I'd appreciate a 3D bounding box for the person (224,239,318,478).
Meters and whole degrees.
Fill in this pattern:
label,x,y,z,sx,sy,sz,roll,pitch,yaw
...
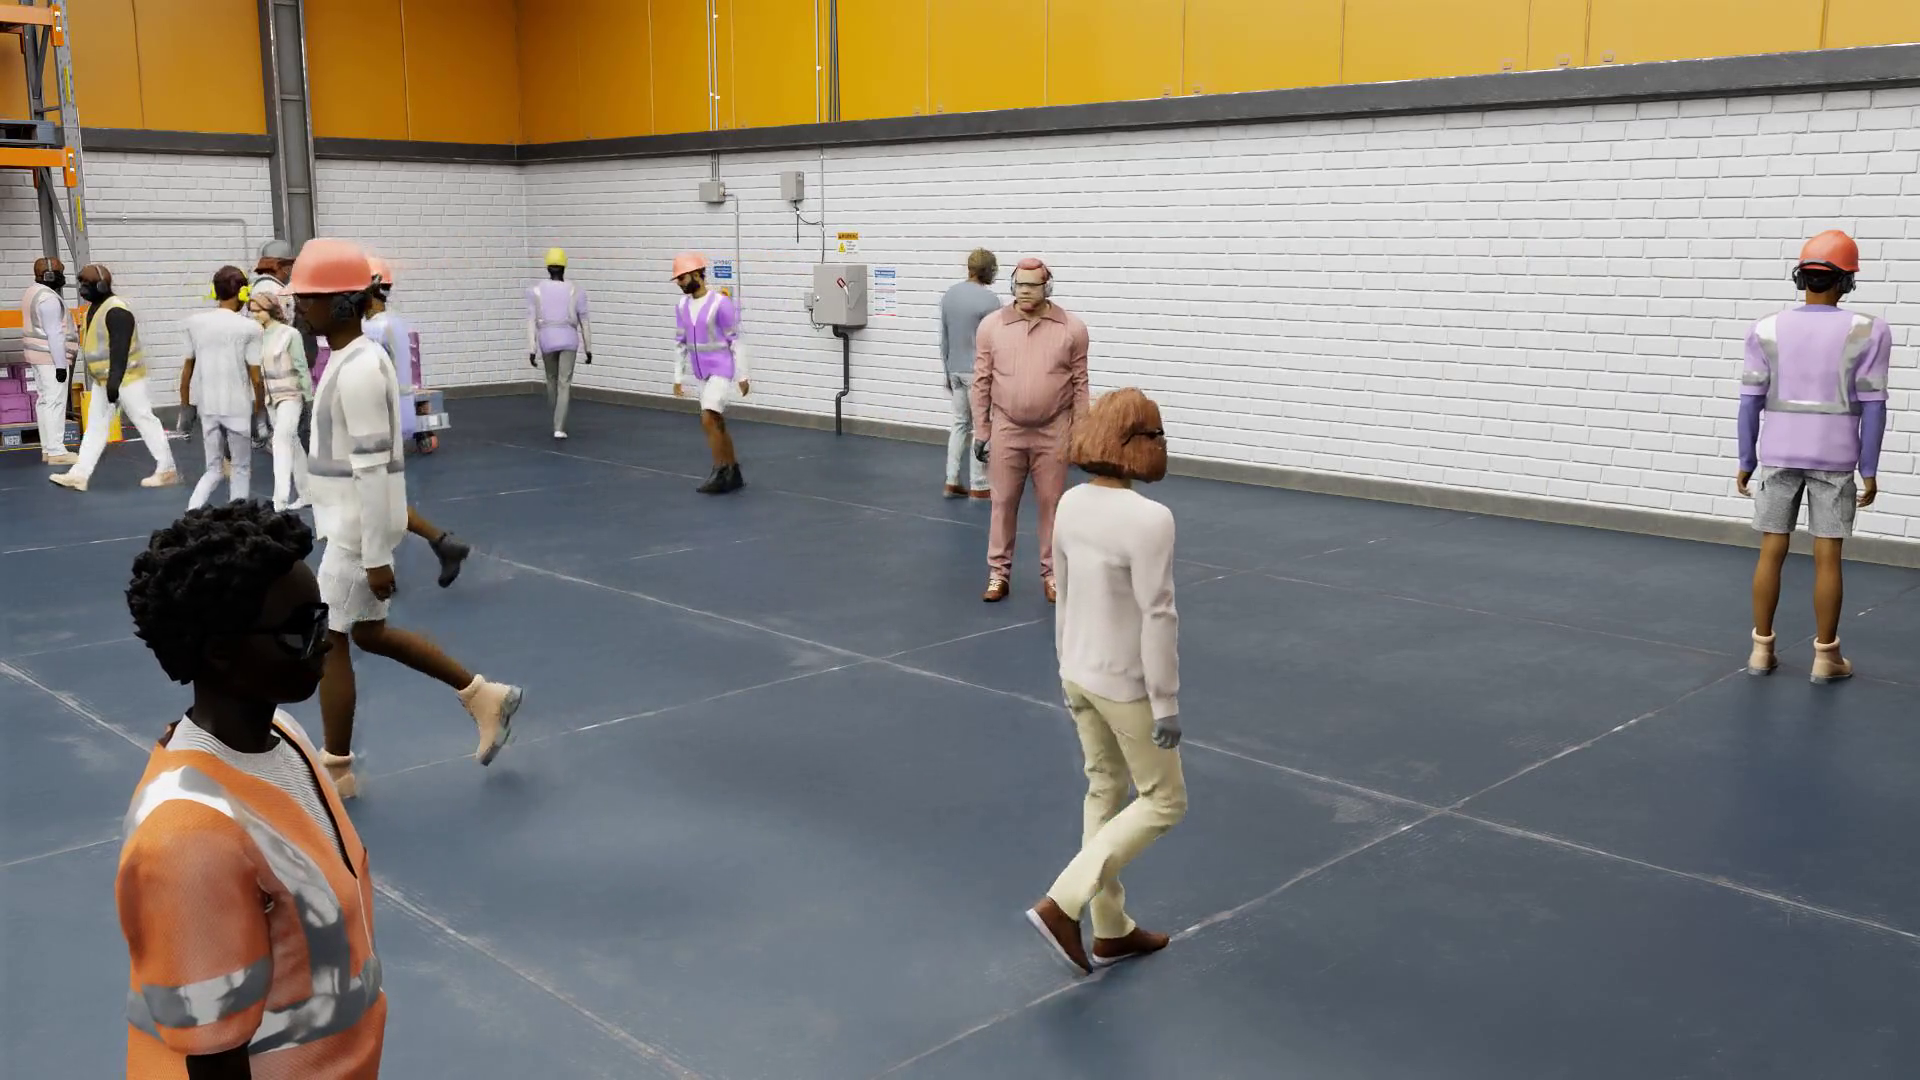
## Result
label,x,y,z,sx,sy,sz,roll,pitch,yaw
person,-5.684,-1.481,13.622,0.891,2.000,0.691,-4,11,-22

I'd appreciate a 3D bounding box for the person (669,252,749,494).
label,x,y,z,sx,sy,sz,roll,pitch,yaw
person,-1.963,-1.301,13.036,0.558,1.886,0.712,8,13,39

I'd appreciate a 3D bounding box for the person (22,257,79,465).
label,x,y,z,sx,sy,sz,roll,pitch,yaw
person,-8.046,-1.584,14.768,0.432,1.836,0.618,-9,14,-41

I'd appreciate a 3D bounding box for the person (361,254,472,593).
label,x,y,z,sx,sy,sz,roll,pitch,yaw
person,-3.131,-0.621,9.268,0.681,1.922,0.547,0,10,-3

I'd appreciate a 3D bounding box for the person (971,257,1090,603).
label,x,y,z,sx,sy,sz,roll,pitch,yaw
person,0.386,-0.594,9.155,0.650,1.904,0.401,1,10,3

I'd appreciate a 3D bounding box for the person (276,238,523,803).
label,x,y,z,sx,sy,sz,roll,pitch,yaw
person,-2.060,-0.056,5.920,0.850,2.021,0.616,-3,11,-17

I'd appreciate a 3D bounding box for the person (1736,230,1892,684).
label,x,y,z,sx,sy,sz,roll,pitch,yaw
person,3.863,-0.373,7.571,0.609,2.044,0.393,9,13,39

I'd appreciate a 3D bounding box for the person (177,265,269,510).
label,x,y,z,sx,sy,sz,roll,pitch,yaw
person,-4.546,-0.751,10.183,0.579,1.840,0.624,1,10,5

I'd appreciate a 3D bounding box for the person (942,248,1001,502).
label,x,y,z,sx,sy,sz,roll,pitch,yaw
person,0.095,-1.238,12.650,0.353,1.925,0.672,-8,13,-38

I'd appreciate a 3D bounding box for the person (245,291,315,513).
label,x,y,z,sx,sy,sz,roll,pitch,yaw
person,-5.002,-0.986,12.083,0.523,1.606,0.744,5,12,27

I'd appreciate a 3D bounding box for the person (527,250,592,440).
label,x,y,z,sx,sy,sz,roll,pitch,yaw
person,-4.014,-1.968,16.732,0.607,1.868,1.004,-1,10,-6

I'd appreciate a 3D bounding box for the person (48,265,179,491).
label,x,y,z,sx,sy,sz,roll,pitch,yaw
person,-6.735,-1.274,13.188,0.636,1.783,0.975,9,14,42

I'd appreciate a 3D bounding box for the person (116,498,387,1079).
label,x,y,z,sx,sy,sz,roll,pitch,yaw
person,-0.914,0.785,2.202,0.316,1.697,0.535,-3,11,-15

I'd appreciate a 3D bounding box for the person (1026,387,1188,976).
label,x,y,z,sx,sy,sz,roll,pitch,yaw
person,0.398,0.398,4.492,0.435,1.621,0.514,-6,12,-28
